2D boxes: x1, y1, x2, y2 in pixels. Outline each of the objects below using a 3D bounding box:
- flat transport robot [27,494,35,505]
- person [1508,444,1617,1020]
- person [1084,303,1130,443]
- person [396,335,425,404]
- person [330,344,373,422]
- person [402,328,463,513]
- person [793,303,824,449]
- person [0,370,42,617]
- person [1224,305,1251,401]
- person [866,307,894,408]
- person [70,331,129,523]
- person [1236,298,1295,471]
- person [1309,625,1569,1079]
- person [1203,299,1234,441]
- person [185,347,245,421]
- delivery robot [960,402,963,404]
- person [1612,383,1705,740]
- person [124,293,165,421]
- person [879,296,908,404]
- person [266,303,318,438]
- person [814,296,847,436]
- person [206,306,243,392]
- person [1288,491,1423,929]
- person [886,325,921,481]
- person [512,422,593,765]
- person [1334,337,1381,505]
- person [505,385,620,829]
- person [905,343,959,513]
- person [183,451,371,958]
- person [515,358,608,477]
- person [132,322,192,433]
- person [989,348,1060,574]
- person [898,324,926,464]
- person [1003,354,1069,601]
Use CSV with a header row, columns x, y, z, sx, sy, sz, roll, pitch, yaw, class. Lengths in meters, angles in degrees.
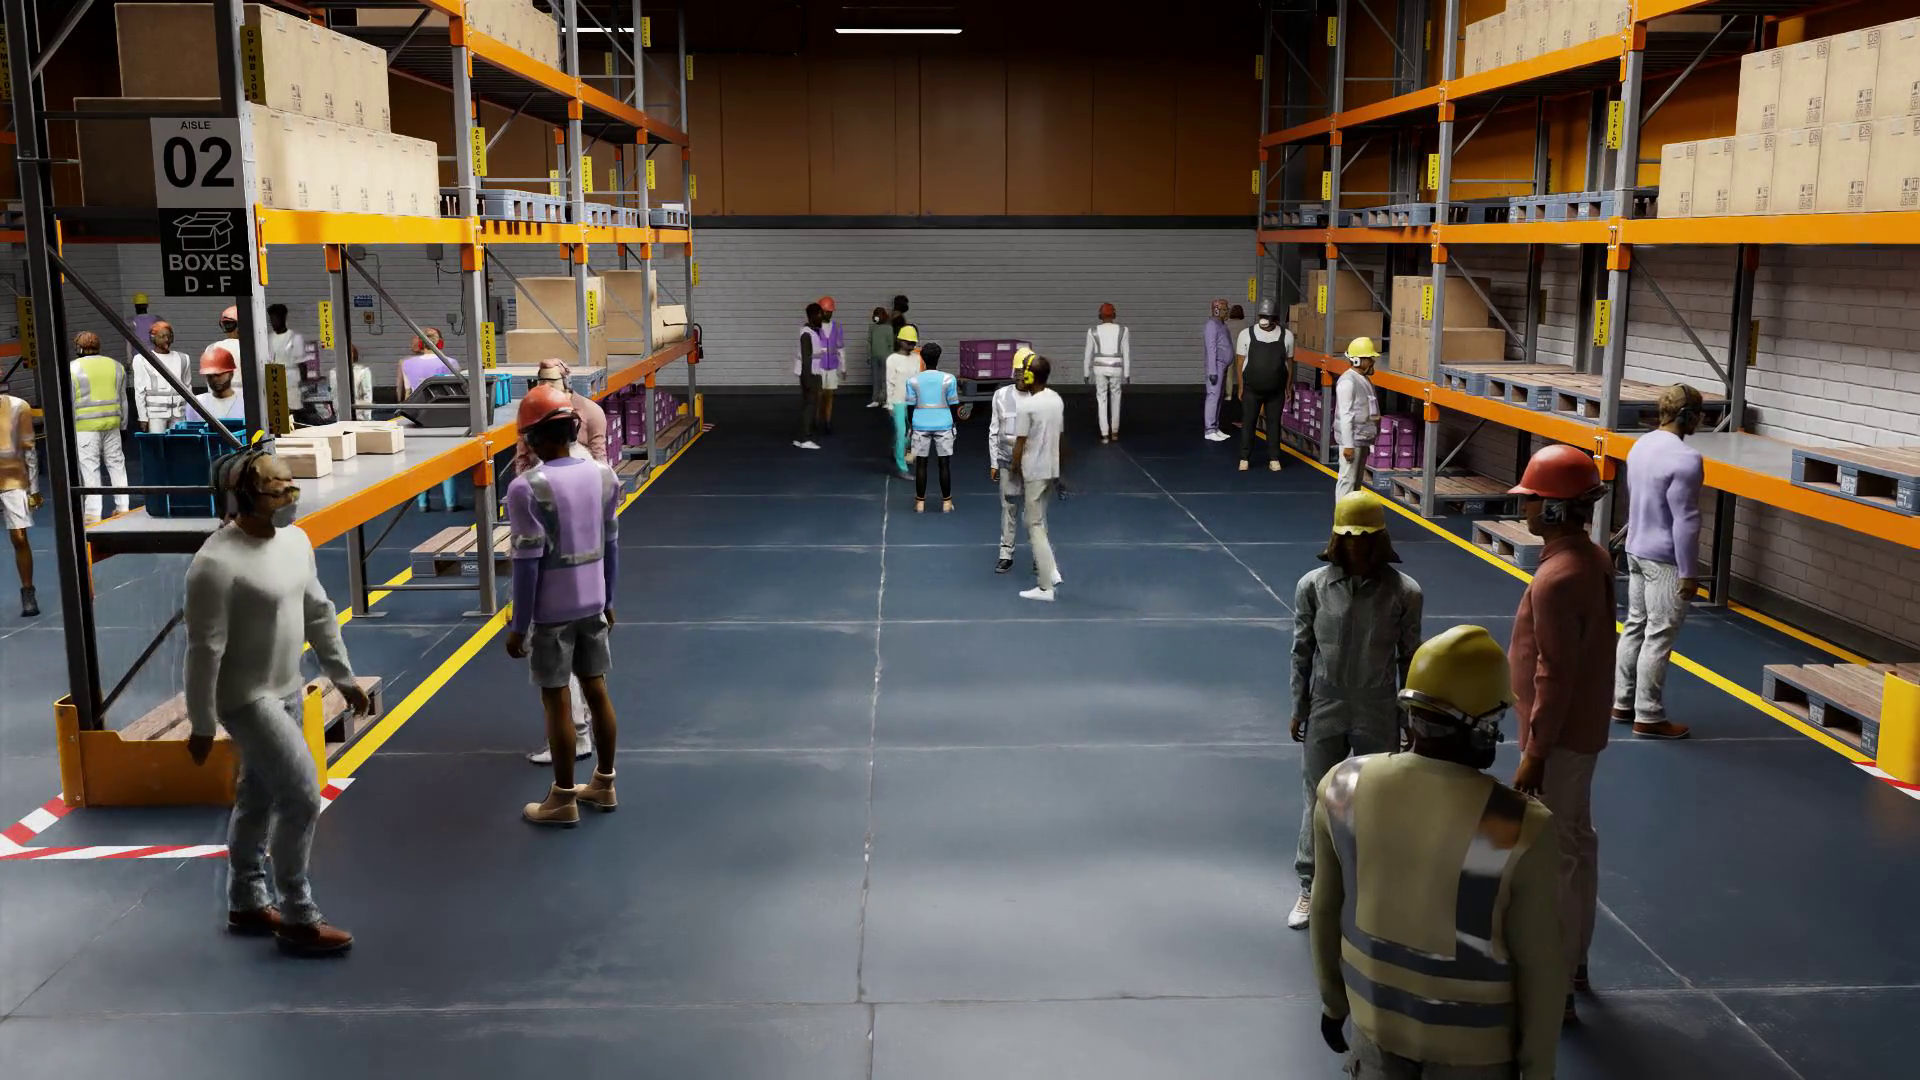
x,y,z,sx,sy,sz,roll,pitch,yaw,class
-9.985,-0.390,16.449,0.652,0.197,1.431,7,12,34,flat transport robot
2.059,0.662,5.787,0.395,1.993,0.614,7,12,34,person
1.970,-2.251,22.377,0.608,1.858,0.790,0,10,2,person
-6.297,-1.590,19.431,0.532,1.587,0.870,-4,11,-20,person
-6.637,-1.373,18.234,0.514,1.596,0.881,1,10,6,person
-5.208,-1.177,16.479,0.564,1.837,0.385,0,10,-3,person
-1.993,-2.124,21.635,0.491,1.894,0.632,1,10,4,person
-6.860,-0.390,11.834,0.552,1.932,0.388,-5,12,-28,person
4.658,-3.164,28.135,0.507,1.627,0.309,1,10,4,person
-1.296,-2.952,26.930,0.497,1.633,0.284,6,12,31,person
-8.290,-1.084,15.952,0.429,1.841,0.638,6,12,30,person
3.577,-1.818,19.477,0.675,2.000,0.537,1,10,4,person
1.101,1.094,3.832,0.602,1.830,0.404,9,14,41,person
3.508,-2.304,22.556,0.409,1.907,0.651,4,11,20,person
-5.289,-0.427,12.017,0.551,1.934,0.372,-2,10,-11,person
0.040,-2.360,26.373,0.707,0.478,0.477,-3,10,-14,delivery robot
3.806,0.112,9.032,0.355,1.931,0.628,-1,10,-3,person
-12.158,-2.707,24.844,0.616,1.943,0.421,-8,13,-39,person
-0.948,-3.131,27.482,0.866,1.796,0.636,-2,10,-10,person
-8.299,-1.973,20.642,0.602,1.937,0.767,4,11,23,person
-1.849,-2.403,23.037,0.559,1.934,0.433,-5,11,-25,person
-7.265,-1.335,16.804,0.605,2.034,0.390,1,10,8,person
1.521,0.671,6.436,0.494,1.743,0.303,3,11,16,person
-0.637,-1.545,18.760,0.546,1.751,0.457,-9,14,-42,person
-2.081,0.204,8.645,0.441,1.886,0.707,2,10,12,person
3.576,-0.905,14.961,0.403,1.835,0.586,6,12,28,person
-1.839,0.308,7.651,0.391,2.033,0.605,7,12,35,person
-0.275,-1.103,16.460,0.532,1.693,0.319,0,10,1,person
-2.539,0.614,6.275,0.751,1.910,0.642,1,10,5,person
-2.742,-0.302,11.448,0.647,1.900,0.395,1,10,6,person
-8.003,-1.256,16.782,0.355,1.884,0.575,8,13,39,person
0.518,-0.635,13.453,0.593,1.837,0.403,2,10,11,person
-0.604,-1.778,20.209,0.316,1.696,0.541,7,12,34,person
0.561,-0.458,12.436,0.432,1.854,0.512,7,12,35,person
